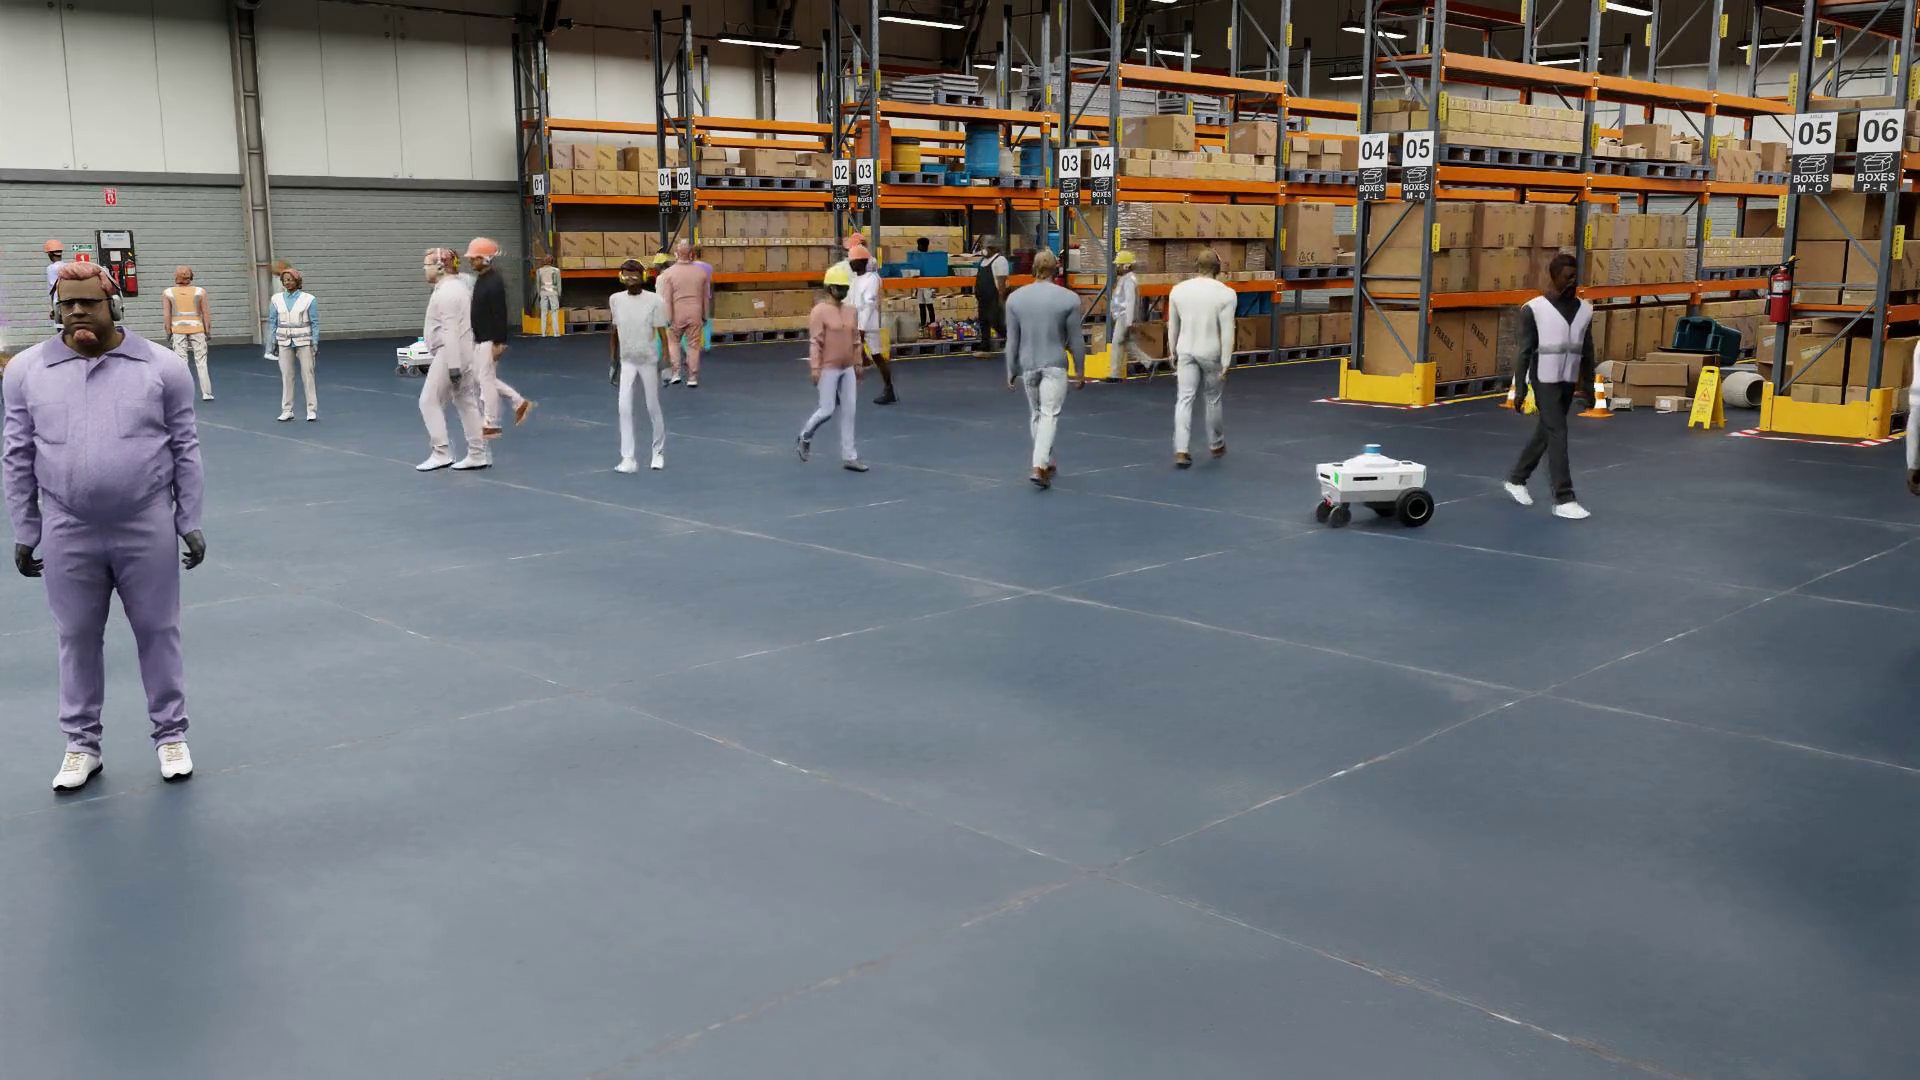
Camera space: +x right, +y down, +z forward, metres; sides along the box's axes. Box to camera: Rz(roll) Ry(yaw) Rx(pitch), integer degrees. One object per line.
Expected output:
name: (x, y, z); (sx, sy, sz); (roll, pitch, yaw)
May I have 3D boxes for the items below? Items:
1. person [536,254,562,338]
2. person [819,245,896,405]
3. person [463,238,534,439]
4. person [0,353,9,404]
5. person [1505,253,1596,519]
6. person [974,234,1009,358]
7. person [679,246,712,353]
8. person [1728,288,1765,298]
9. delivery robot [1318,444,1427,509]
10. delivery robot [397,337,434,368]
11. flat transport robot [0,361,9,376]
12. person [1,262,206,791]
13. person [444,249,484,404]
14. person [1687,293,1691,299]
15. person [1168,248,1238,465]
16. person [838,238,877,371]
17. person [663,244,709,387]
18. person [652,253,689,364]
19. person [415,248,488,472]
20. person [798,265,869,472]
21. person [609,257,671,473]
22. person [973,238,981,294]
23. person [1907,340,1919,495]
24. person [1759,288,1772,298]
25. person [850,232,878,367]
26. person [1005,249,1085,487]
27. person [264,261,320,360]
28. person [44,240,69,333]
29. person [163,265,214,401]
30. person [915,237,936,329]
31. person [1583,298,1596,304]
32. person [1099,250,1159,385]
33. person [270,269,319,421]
person: (-8.079, -4.799, 32.722); (0.508, 1.629, 0.315); (2, 11, 10)
person: (-1.183, -2.540, 19.705); (0.996, 1.884, 0.547); (-8, 13, -36)
person: (-4.632, -2.009, 16.557); (0.617, 1.979, 0.634); (-6, 12, -28)
person: (-11.689, -2.533, 19.726); (1.048, 1.865, 0.557); (-6, 12, -30)
person: (4.323, -1.149, 12.154); (0.605, 1.880, 0.976); (-4, 11, -22)
person: (0.524, -3.999, 27.349); (0.641, 2.000, 0.693); (-7, 13, -34)
person: (-4.556, -4.112, 28.471); (0.908, 1.803, 0.599); (10, 15, 44)
person: (15.059, -4.714, 31.871); (0.650, 1.767, 0.893); (4, 11, 20)
delivery robot: (2.890, -0.429, 11.681); (0.707, 0.478, 0.477); (-2, 11, -10)
delivery robot: (-7.733, -2.673, 23.920); (0.477, 0.478, 0.707); (6, 12, 31)
flat transport robot: (-13.105, -2.434, 23.644); (1.431, 0.197, 0.652); (-1, 10, -6)
person: (-3.103, -0.049, 6.058); (0.655, 1.906, 0.407); (-4, 11, -20)
person: (-5.915, -2.542, 19.846); (0.547, 1.838, 0.520); (5, 11, 25)
person: (13.708, -4.498, 31.152); (0.425, 1.602, 0.594); (4, 11, 21)
person: (2.126, -1.611, 14.651); (0.645, 1.893, 1.013); (4, 11, 22)
person: (-1.497, -3.429, 24.367); (0.961, 1.948, 0.655); (-7, 13, -34)
person: (-3.669, -2.996, 22.196); (0.649, 1.885, 0.670); (-4, 11, -22)
person: (-4.540, -3.615, 25.980); (0.855, 1.733, 0.525); (1, 10, 5)
person: (-4.405, -1.526, 14.167); (0.704, 1.886, 0.649); (-1, 10, -6)
person: (-1.085, -1.477, 14.277); (0.639, 1.752, 0.544); (10, 14, 42)
person: (-2.740, -1.474, 14.082); (0.593, 1.810, 0.924); (1, 10, 7)
person: (0.419, -6.190, 39.461); (0.631, 1.940, 0.372); (9, 14, 41)
person: (4.855, -0.414, 8.028); (0.559, 1.915, 0.714); (10, 14, 43)
person: (15.737, -4.875, 32.035); (0.609, 2.034, 0.404); (7, 12, 33)
person: (-1.535, -3.672, 25.452); (0.605, 2.041, 0.383); (-9, 13, -39)
person: (0.682, -1.397, 13.456); (0.645, 1.898, 0.983); (4, 11, 22)
person: (-10.909, -3.719, 26.960); (0.898, 1.585, 0.500); (-6, 12, -30)
person: (-13.258, -3.446, 24.512); (0.371, 1.930, 0.552); (1, 10, 3)
person: (-9.334, -2.493, 20.113); (0.515, 1.641, 0.314); (-3, 11, -18)
person: (-0.691, -5.019, 33.000); (0.365, 1.963, 0.610); (-9, 13, -39)
person: (11.275, -4.443, 30.330); (0.983, 1.795, 0.640); (-8, 13, -36)
person: (2.287, -2.998, 22.412); (0.744, 1.808, 0.597); (1, 10, 7)
person: (-7.216, -2.117, 18.061); (0.514, 1.642, 0.310); (-1, 10, -3)
